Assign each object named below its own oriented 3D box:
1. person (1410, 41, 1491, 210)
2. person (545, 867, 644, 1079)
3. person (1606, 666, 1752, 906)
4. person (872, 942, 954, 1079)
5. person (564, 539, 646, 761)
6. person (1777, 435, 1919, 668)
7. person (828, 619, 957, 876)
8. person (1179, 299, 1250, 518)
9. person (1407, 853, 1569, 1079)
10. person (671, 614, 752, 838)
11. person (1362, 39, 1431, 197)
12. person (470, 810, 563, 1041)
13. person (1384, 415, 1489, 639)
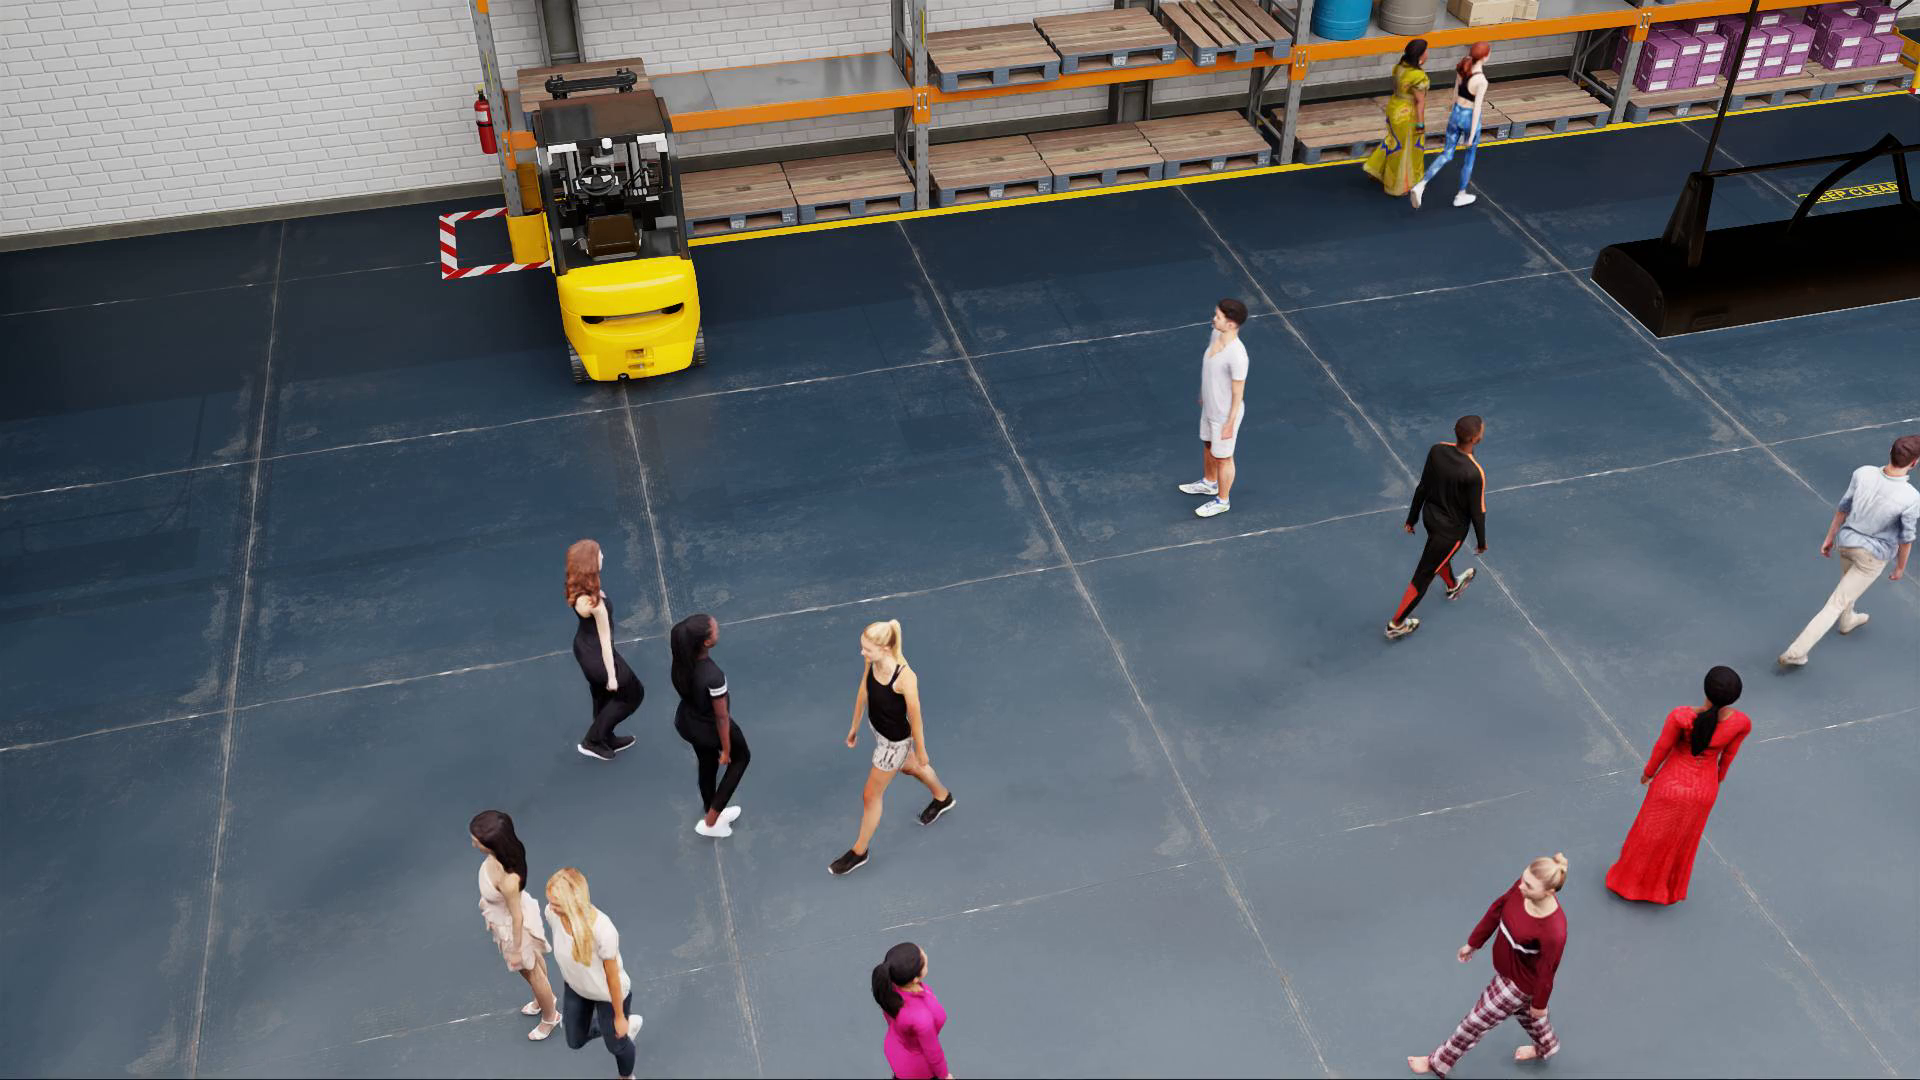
[{"bbox_3d":[4.898,-4.049,16.426,1.135,1.762,0.793,-22,43,-25],"label":"person"},{"bbox_3d":[-1.801,2.237,8.519,0.835,1.796,0.890,16,41,19],"label":"person"},{"bbox_3d":[4.149,1.428,9.547,0.663,1.788,0.785,3,39,4],"label":"person"},{"bbox_3d":[-0.268,2.565,8.194,0.669,1.699,0.664,-21,43,-24],"label":"person"},{"bbox_3d":[-2.357,0.766,10.413,0.800,1.731,0.719,-23,44,-26],"label":"person"},{"bbox_3d":[5.995,0.117,11.167,1.297,1.804,0.871,-19,42,-22],"label":"person"},{"bbox_3d":[-0.329,1.122,9.917,1.237,1.794,0.835,-23,44,-26],"label":"person"},{"bbox_3d":[1.986,-1.017,12.549,0.571,1.853,0.680,-8,39,-10],"label":"person"},{"bbox_3d":[2.965,2.228,8.649,1.132,1.648,0.753,-4,39,-5],"label":"person"},{"bbox_3d":[-1.567,1.160,9.928,0.771,1.721,0.837,31,48,33],"label":"person"},{"bbox_3d":[4.407,-4.226,16.739,0.882,1.648,0.811,-8,39,-9],"label":"person"},{"bbox_3d":[-2.338,2.039,8.813,0.539,1.739,0.583,-13,40,-15],"label":"person"},{"bbox_3d":[3.243,-0.053,11.412,1.220,1.764,0.869,-20,43,-23],"label":"person"}]
